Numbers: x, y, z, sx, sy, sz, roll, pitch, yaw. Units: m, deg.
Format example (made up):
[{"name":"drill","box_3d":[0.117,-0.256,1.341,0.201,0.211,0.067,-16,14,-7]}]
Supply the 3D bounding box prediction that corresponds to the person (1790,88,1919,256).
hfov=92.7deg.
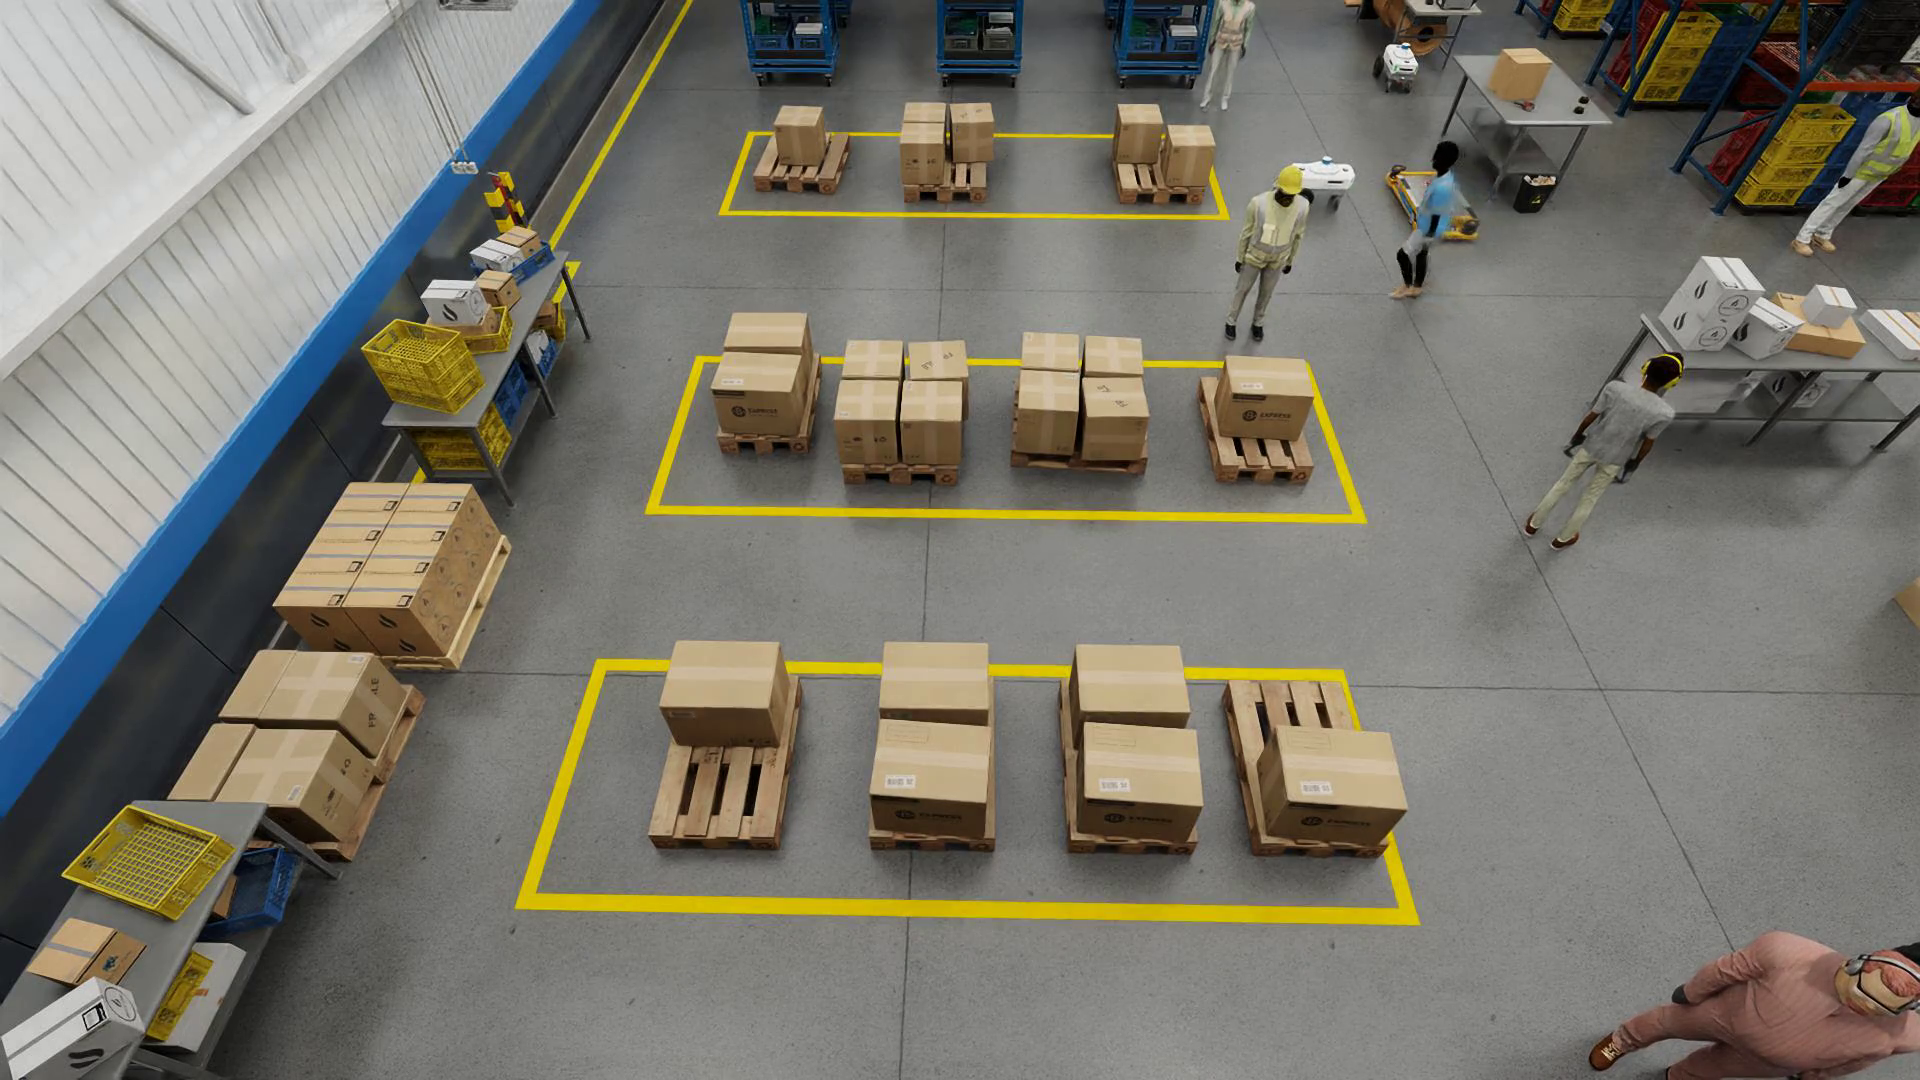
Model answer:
[{"name":"person","box_3d":[9.852,-3.986,9.935,0.626,1.843,0.429,-11,50,-9]}]

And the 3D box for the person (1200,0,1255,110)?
[{"name":"person","box_3d":[3.630,-6.696,12.413,0.523,1.636,0.310,12,50,11]}]

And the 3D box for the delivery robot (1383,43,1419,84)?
[{"name":"delivery robot","box_3d":[6.372,-6.919,13.258,0.477,0.478,0.707,5,49,4]}]

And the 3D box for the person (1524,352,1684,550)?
[{"name":"person","box_3d":[4.945,-0.660,7.043,0.329,1.861,0.508,-34,57,-26]}]

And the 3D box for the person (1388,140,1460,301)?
[{"name":"person","box_3d":[4.795,-3.209,9.368,0.437,1.666,0.551,19,52,16]}]

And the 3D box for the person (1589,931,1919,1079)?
[{"name":"person","box_3d":[3.811,2.362,4.396,0.639,1.910,0.407,35,58,26]}]

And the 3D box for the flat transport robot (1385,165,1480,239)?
[{"name":"flat transport robot","box_3d":[5.692,-4.094,11.059,0.652,0.197,1.431,1,49,1]}]

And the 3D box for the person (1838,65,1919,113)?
[{"name":"person","box_3d":[11.740,-6.015,11.632,0.417,1.938,0.645,-28,55,-22]}]

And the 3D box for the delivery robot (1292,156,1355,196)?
[{"name":"delivery robot","box_3d":[4.360,-4.376,11.057,0.707,0.478,0.477,1,49,1]}]

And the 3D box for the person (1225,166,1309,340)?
[{"name":"person","box_3d":[2.964,-2.753,8.880,0.584,1.823,0.403,2,49,2]}]
